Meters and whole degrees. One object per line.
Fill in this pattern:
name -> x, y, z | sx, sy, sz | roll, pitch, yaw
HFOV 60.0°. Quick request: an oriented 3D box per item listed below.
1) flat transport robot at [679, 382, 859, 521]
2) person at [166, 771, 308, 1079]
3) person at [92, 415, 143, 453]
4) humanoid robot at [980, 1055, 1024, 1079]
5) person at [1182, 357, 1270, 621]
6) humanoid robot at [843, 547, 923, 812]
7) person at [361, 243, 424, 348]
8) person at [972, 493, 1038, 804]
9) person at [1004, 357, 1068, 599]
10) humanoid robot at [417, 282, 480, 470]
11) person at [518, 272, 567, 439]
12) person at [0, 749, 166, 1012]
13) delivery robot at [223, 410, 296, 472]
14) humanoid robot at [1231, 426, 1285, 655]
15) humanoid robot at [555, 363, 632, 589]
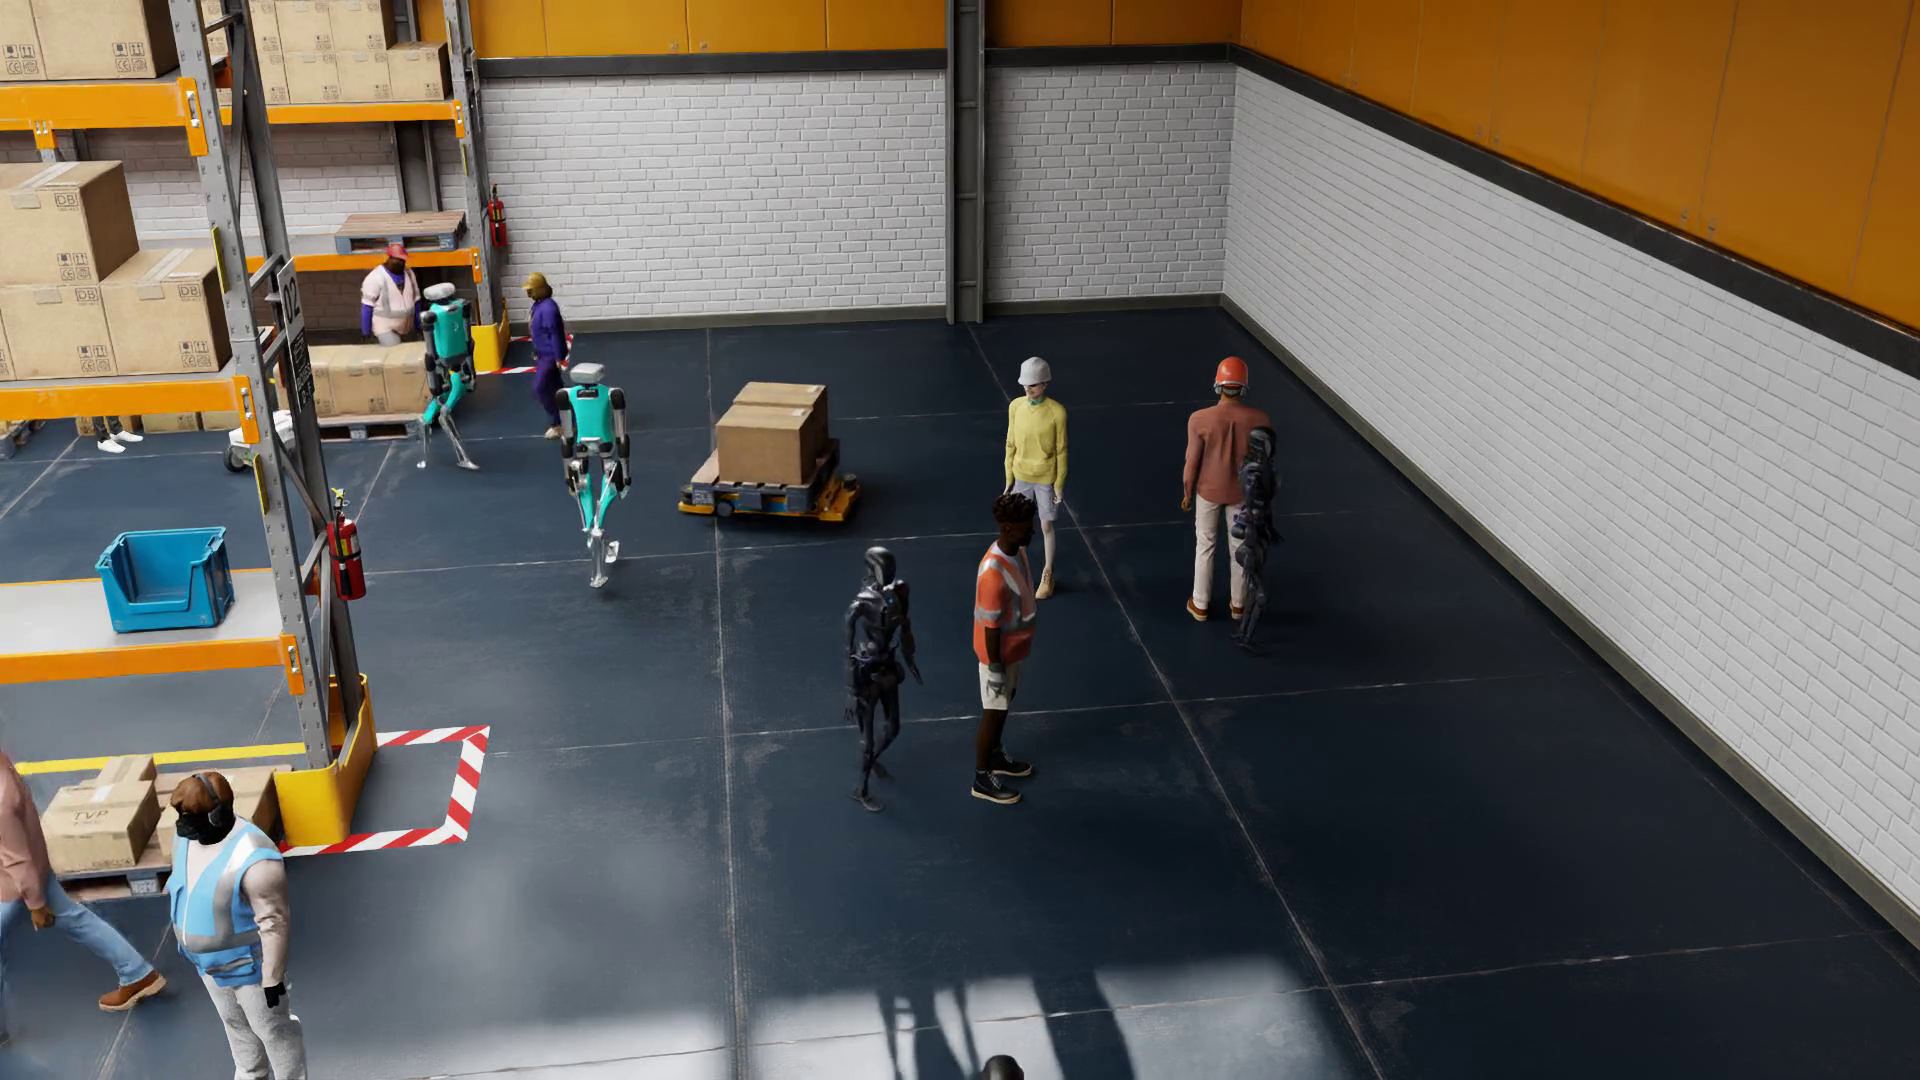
flat transport robot -> -1.637, -0.400, 14.307 | 1.431, 0.231, 0.659 | 3, 24, 8
person -> -3.168, 1.826, 7.281 | 0.624, 1.844, 0.429 | 14, 27, 29
person -> -7.958, -1.744, 15.373 | 0.329, 1.876, 0.510 | 2, 24, 5
humanoid robot -> 0.199, 2.563, 5.893 | 0.589, 1.600, 0.833 | -6, 24, -12
person -> 1.918, -0.362, 12.077 | 0.622, 1.992, 0.388 | -1, 24, -3
humanoid robot -> -0.513, 0.776, 9.887 | 0.412, 1.661, 0.597 | 19, 30, 37
person -> -5.501, -2.059, 16.315 | 0.839, 1.697, 0.585 | 12, 26, 25
person -> 0.268, 0.629, 9.864 | 0.367, 1.959, 0.604 | 6, 24, 13
person -> 0.563, -0.470, 12.453 | 0.485, 1.889, 0.398 | 10, 26, 21
humanoid robot -> -4.710, -1.419, 14.905 | 0.769, 1.877, 0.543 | 14, 27, 29
person -> -3.902, -1.732, 15.665 | 0.436, 1.605, 0.485 | -10, 26, -22
person -> -4.425, 1.556, 7.801 | 1.058, 1.925, 0.629 | -10, 26, -22
delivery robot -> -6.273, -0.893, 15.099 | 0.525, 0.614, 0.785 | 9, 25, 19
humanoid robot -> 2.103, -0.020, 11.688 | 0.351, 1.656, 0.609 | 10, 26, 22
humanoid robot -> -2.783, -0.417, 12.548 | 0.549, 1.735, 1.035 | 2, 24, 4
